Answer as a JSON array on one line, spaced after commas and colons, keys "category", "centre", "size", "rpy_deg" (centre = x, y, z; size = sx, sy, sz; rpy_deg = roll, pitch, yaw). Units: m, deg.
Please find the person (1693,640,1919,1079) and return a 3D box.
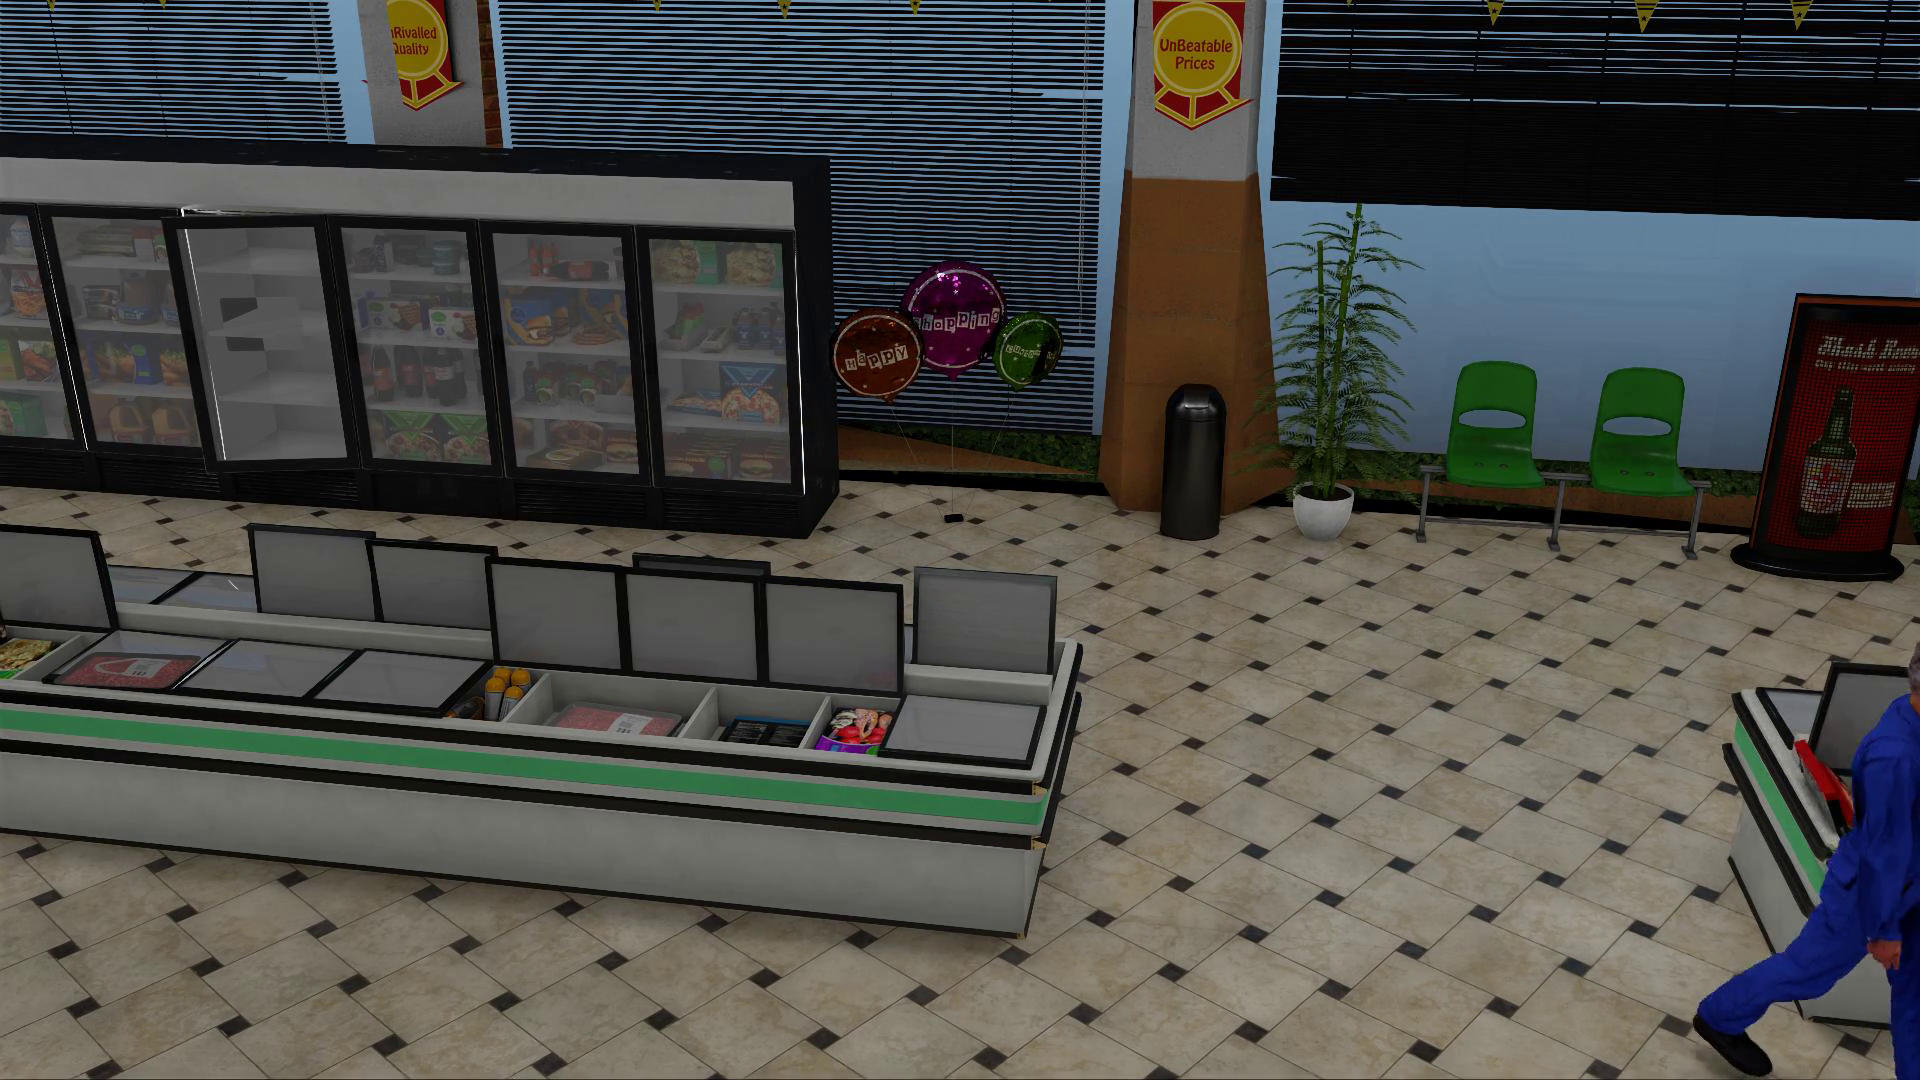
[{"category": "person", "centre": [2.958, 1.134, 5.536], "size": [1.191, 1.779, 1.330], "rpy_deg": [-20, 29, -40]}]
